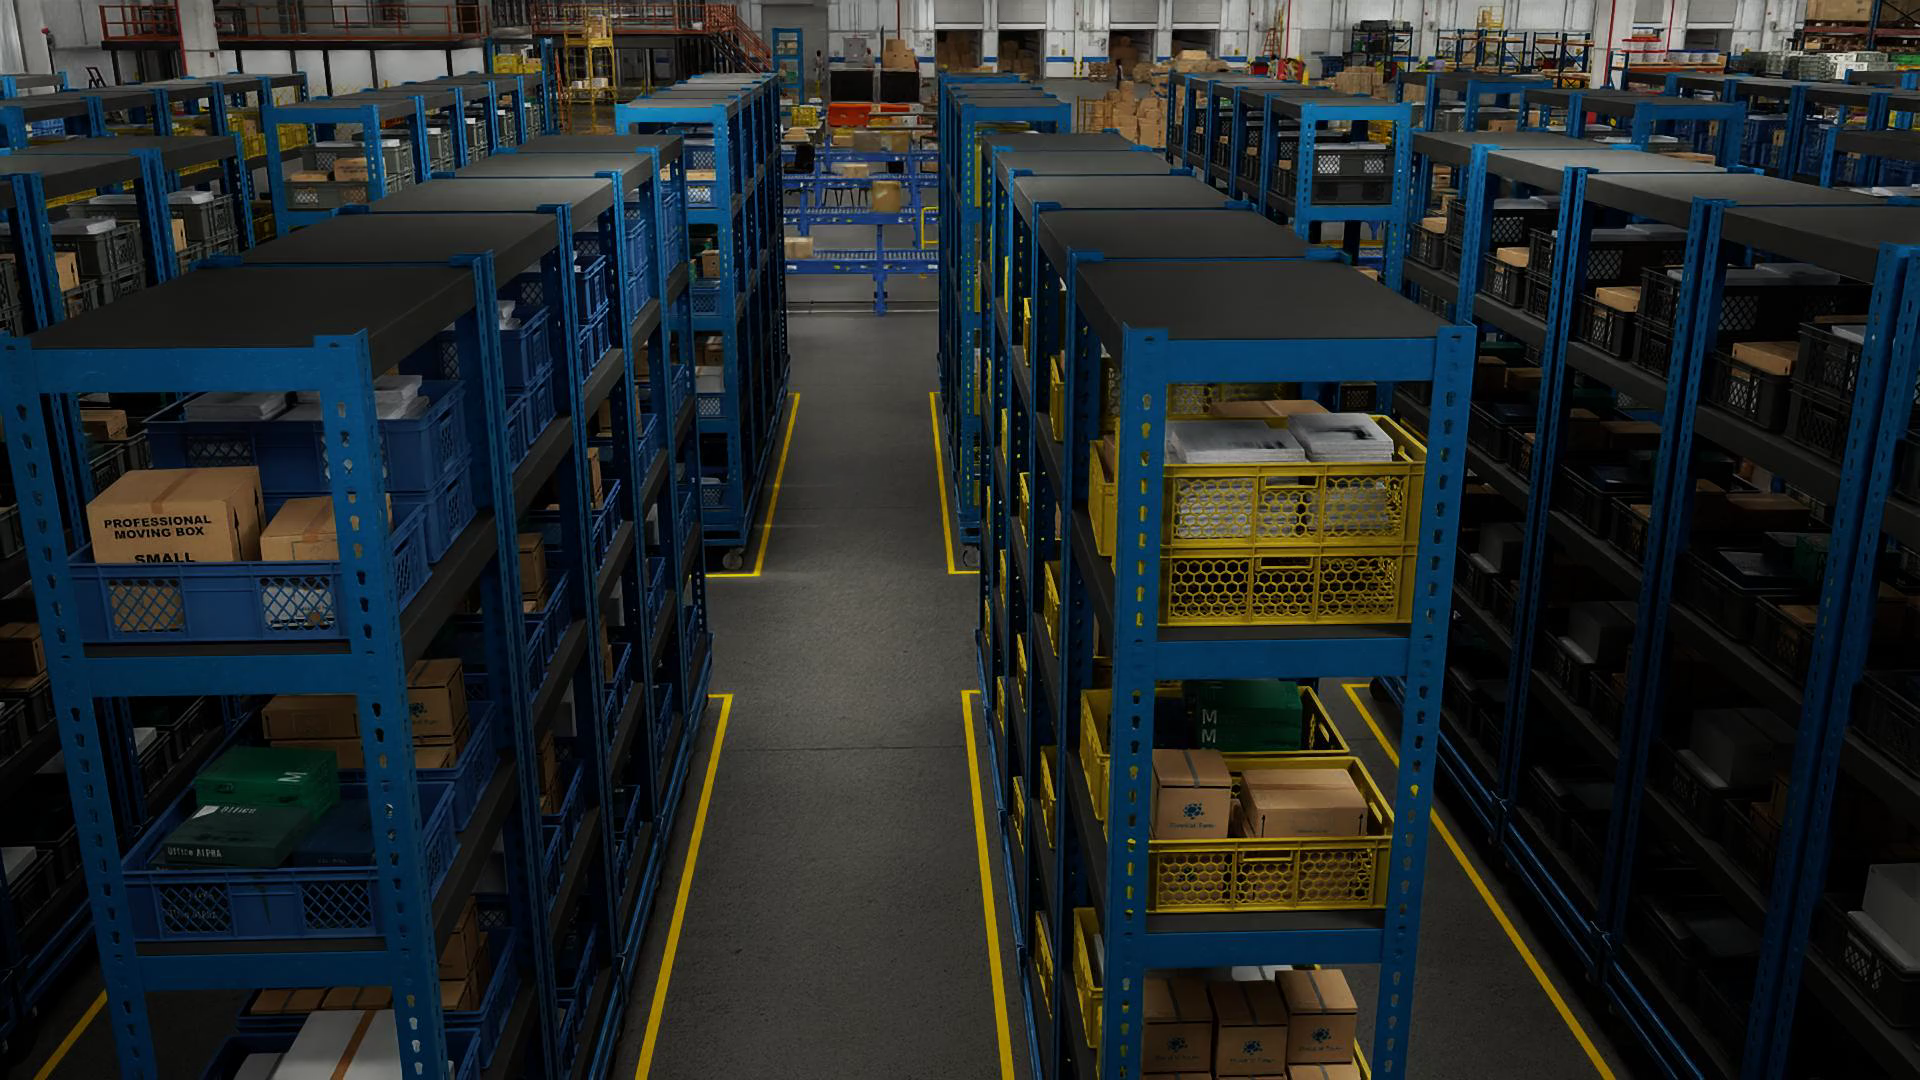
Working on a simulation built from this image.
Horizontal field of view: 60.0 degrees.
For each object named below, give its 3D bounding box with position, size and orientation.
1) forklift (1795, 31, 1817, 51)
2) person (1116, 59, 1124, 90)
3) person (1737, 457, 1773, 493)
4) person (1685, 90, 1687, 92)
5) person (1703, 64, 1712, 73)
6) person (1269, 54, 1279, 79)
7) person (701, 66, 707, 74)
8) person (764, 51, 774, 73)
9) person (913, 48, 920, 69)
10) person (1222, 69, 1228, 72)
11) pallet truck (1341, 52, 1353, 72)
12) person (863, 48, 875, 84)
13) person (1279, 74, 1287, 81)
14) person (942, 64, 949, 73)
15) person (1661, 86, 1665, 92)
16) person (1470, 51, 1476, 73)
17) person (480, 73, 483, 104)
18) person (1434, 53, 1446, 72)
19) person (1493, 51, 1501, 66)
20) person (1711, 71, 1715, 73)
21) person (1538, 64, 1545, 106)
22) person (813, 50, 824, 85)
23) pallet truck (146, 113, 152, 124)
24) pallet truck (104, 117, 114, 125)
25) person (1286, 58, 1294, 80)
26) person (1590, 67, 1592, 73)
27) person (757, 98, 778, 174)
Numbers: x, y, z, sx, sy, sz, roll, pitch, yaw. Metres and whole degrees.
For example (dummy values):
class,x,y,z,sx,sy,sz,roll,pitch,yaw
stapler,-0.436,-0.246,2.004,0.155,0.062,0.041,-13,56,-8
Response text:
class,x,y,z,sx,sy,sz,roll,pitch,yaw
forklift,45.899,-26.245,90.478,1.129,2.768,1.873,-1,18,-2
person,7.246,-20.739,75.019,0.626,1.891,0.628,2,18,5
person,6.086,-0.654,12.702,0.382,1.996,0.608,13,22,34
person,22.483,-13.176,51.630,0.543,1.875,1.022,-2,18,-6
person,30.370,-18.503,68.029,0.631,1.940,0.369,5,19,15
person,15.794,-23.561,83.845,0.430,1.839,0.619,-3,18,-9
person,-10.214,-17.913,66.300,0.971,1.867,0.625,4,18,11
person,-9.857,-24.211,85.699,0.547,1.934,0.375,3,18,10
person,-2.534,-25.885,90.907,0.613,1.922,0.828,-6,19,-19
person,9.828,-16.643,62.253,0.481,1.949,0.614,3,18,8
pallet truck,18.794,-23.123,82.231,0.823,1.965,1.885,-13,22,-35
person,-5.004,-26.030,91.317,0.638,1.949,1.031,1,18,2
person,11.179,-15.210,57.841,0.355,1.938,0.544,-8,19,-22
person,-0.660,-19.930,72.781,0.496,1.724,0.484,15,23,39
person,27.031,-17.022,63.613,0.606,1.830,0.982,-7,19,-21
person,26.689,-24.408,86.322,0.425,1.925,0.642,17,24,42
person,-17.333,-15.996,60.420,0.506,1.847,0.345,-15,23,-39
person,24.099,-23.501,83.598,0.608,1.878,0.984,10,20,28
person,27.846,-24.376,86.292,0.433,1.887,0.627,1,18,3
person,30.971,-18.819,69.069,0.635,1.908,0.675,-4,18,-12
person,24.107,-18.834,69.189,0.509,1.860,0.334,-17,24,-42
person,-7.668,-25.702,90.486,0.623,1.835,0.431,-11,21,-30
pallet truck,-18.087,-8.309,36.390,1.885,1.965,0.823,-1,18,-4
pallet truck,-18.367,-7.885,35.078,1.885,1.965,0.823,1,18,2
person,15.660,-21.966,78.991,1.034,1.785,0.519,11,21,31
person,30.305,-22.209,79.332,0.536,2.000,0.681,11,21,30
person,-5.265,-10.534,43.314,1.068,1.989,0.602,4,18,11
